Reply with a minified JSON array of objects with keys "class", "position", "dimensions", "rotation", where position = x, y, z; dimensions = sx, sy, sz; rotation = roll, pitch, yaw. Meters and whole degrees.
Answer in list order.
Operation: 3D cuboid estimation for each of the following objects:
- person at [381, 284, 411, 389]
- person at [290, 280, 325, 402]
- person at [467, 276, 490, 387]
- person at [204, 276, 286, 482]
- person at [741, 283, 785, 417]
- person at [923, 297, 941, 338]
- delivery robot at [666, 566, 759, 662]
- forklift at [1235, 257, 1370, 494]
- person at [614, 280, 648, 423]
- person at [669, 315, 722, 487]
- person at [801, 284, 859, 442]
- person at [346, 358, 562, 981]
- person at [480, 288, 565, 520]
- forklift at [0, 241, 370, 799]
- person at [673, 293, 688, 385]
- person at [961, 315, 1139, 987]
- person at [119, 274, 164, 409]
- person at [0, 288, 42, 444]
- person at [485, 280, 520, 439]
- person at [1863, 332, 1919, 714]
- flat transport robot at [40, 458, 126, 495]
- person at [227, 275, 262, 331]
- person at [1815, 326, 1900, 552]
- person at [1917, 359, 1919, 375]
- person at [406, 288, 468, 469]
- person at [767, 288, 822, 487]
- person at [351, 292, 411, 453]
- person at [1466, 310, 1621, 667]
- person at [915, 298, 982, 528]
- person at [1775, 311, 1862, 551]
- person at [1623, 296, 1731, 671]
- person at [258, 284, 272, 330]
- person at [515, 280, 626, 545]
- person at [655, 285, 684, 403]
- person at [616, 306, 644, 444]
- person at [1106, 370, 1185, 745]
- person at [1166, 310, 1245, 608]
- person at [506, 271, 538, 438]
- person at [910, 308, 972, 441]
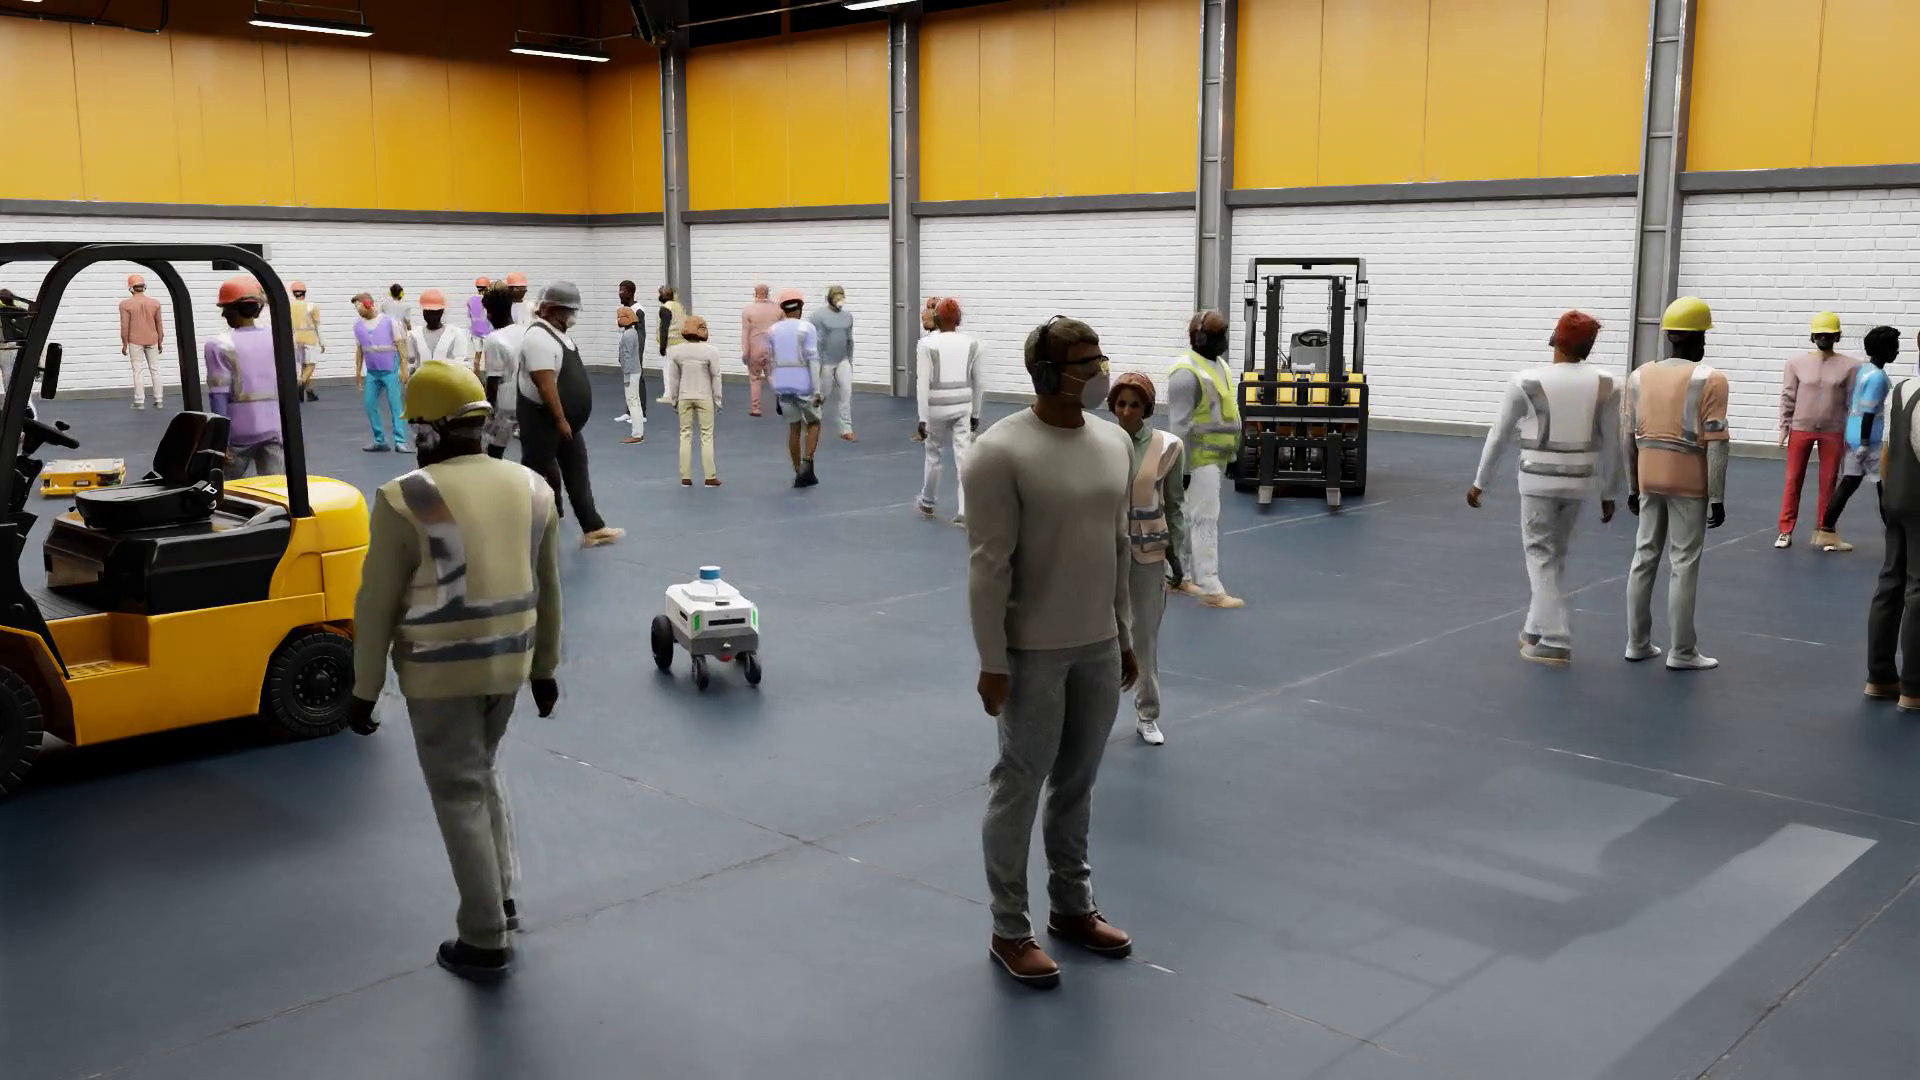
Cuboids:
[{"class":"person","position":[-9.268,-3.300,27.436],"dimensions":[0.499,1.820,0.947],"rotation":[-2,9,-11]},{"class":"person","position":[-10.190,-3.068,25.748],"dimensions":[0.556,1.907,0.829],"rotation":[0,9,0]},{"class":"person","position":[-8.294,-3.613,28.981],"dimensions":[0.549,1.936,0.377],"rotation":[4,10,21]},{"class":"person","position":[-4.748,-0.725,11.037],"dimensions":[0.891,2.010,0.618],"rotation":[9,13,43]},{"class":"person","position":[-2.724,-2.640,23.189],"dimensions":[0.646,1.884,0.691],"rotation":[-5,10,-28]},{"class":"person","position":[-0.414,-2.912,25.596],"dimensions":[0.309,1.639,0.523],"rotation":[-3,10,-18]},{"class":"delivery robot","position":[-1.266,0.377,8.455],"dimensions":[0.477,0.478,0.707],"rotation":[-4,10,-21]},{"class":"forklift","position":[3.309,-1.629,16.029],"dimensions":[1.214,2.155,2.313],"rotation":[2,9,11]},{"class":"person","position":[-4.438,-2.545,22.493],"dimensions":[0.391,1.919,0.591],"rotation":[-8,12,-39]},{"class":"person","position":[-2.503,-1.314,15.812],"dimensions":[0.507,1.632,0.276],"rotation":[2,9,10]},{"class":"person","position":[-1.590,-2.136,20.074],"dimensions":[0.655,1.906,0.860],"rotation":[-7,12,-39]},{"class":"person","position":[-1.502,0.376,4.914],"dimensions":[0.569,1.812,0.604],"rotation":[6,11,33]},{"class":"person","position":[-3.686,-1.099,13.682],"dimensions":[0.805,1.908,0.637],"rotation":[7,12,36]},{"class":"forklift","position":[-3.706,-0.171,7.093],"dimensions":[1.214,2.155,2.313],"rotation":[9,13,43]},{"class":"person","position":[-4.714,-3.248,27.486],"dimensions":[0.493,1.700,0.905],"rotation":[0,9,-2]},{"class":"person","position":[0.287,0.314,4.897],"dimensions":[0.636,1.939,0.365],"rotation":[-8,12,-41]},{"class":"person","position":[-12.103,-2.930,24.614],"dimensions":[0.376,1.997,0.612],"rotation":[8,12,40]},{"class":"person","position":[-11.132,-2.034,19.591],"dimensions":[0.455,1.846,0.576],"rotation":[7,11,35]},{"class":"person","position":[-5.573,-2.193,20.272],"dimensions":[0.375,1.940,0.627],"rotation":[2,10,15]},{"class":"person","position":[4.513,-0.108,7.797],"dimensions":[0.344,1.839,0.505],"rotation":[-1,9,-4]},{"class":"flat transport robot","position":[-8.234,-0.606,15.637],"dimensions":[0.652,0.197,1.431],"rotation":[-4,10,-25]},{"class":"person","position":[-9.100,-2.384,21.300],"dimensions":[0.394,1.985,0.611],"rotation":[2,9,13]},{"class":"person","position":[6.633,-0.712,12.010],"dimensions":[0.750,1.659,0.541],"rotation":[3,10,20]},{"class":"person","position":[6.697,-0.672,11.041],"dimensions":[0.651,1.907,0.409],"rotation":[9,13,43]},{"class":"person","position":[-4.671,-1.286,14.837],"dimensions":[0.562,1.887,0.967],"rotation":[0,9,-1]},{"class":"person","position":[-1.535,-1.443,15.823],"dimensions":[0.592,1.895,0.450],"rotation":[4,10,24]},{"class":"person","position":[-6.475,-1.867,18.706],"dimensions":[0.675,1.801,0.398],"rotation":[2,10,15]},{"class":"person","position":[3.069,-0.280,8.792],"dimensions":[0.672,1.856,0.626],"rotation":[-1,9,-6]},{"class":"person","position":[-0.098,-1.038,13.519],"dimensions":[0.603,1.828,1.001],"rotation":[-3,10,-20]},{"class":"person","position":[6.315,-0.797,12.239],"dimensions":[0.527,1.768,0.331],"rotation":[5,10,26]},{"class":"person","position":[3.711,-0.289,8.624],"dimensions":[0.363,1.930,0.588],"rotation":[-6,11,-31]},{"class":"person","position":[-10.066,-2.788,24.096],"dimensions":[0.709,1.883,0.651],"rotation":[6,11,33]},{"class":"person","position":[-2.925,-0.930,12.215],"dimensions":[0.887,2.000,0.753],"rotation":[1,9,3]},{"class":"person","position":[-4.432,-3.024,25.723],"dimensions":[0.546,1.830,0.640],"rotation":[1,9,9]},{"class":"person","position":[-3.928,-1.959,19.795],"dimensions":[0.277,1.626,0.501],"rotation":[-1,9,-5]},{"class":"person","position":[0.723,0.082,7.237],"dimensions":[0.513,1.639,0.311],"rotation":[0,9,-1]},{"class":"person","position":[1.522,-0.510,10.328],"dimensions":[0.523,1.841,0.636],"rotation":[5,10,27]},{"class":"person","position":[-5.426,-2.283,20.496],"dimensions":[0.378,2.045,0.605],"rotation":[8,12,41]},{"class":"person","position":[-0.211,-1.985,20.022],"dimensions":[0.702,1.605,0.546],"rotation":[1,9,8]}]
